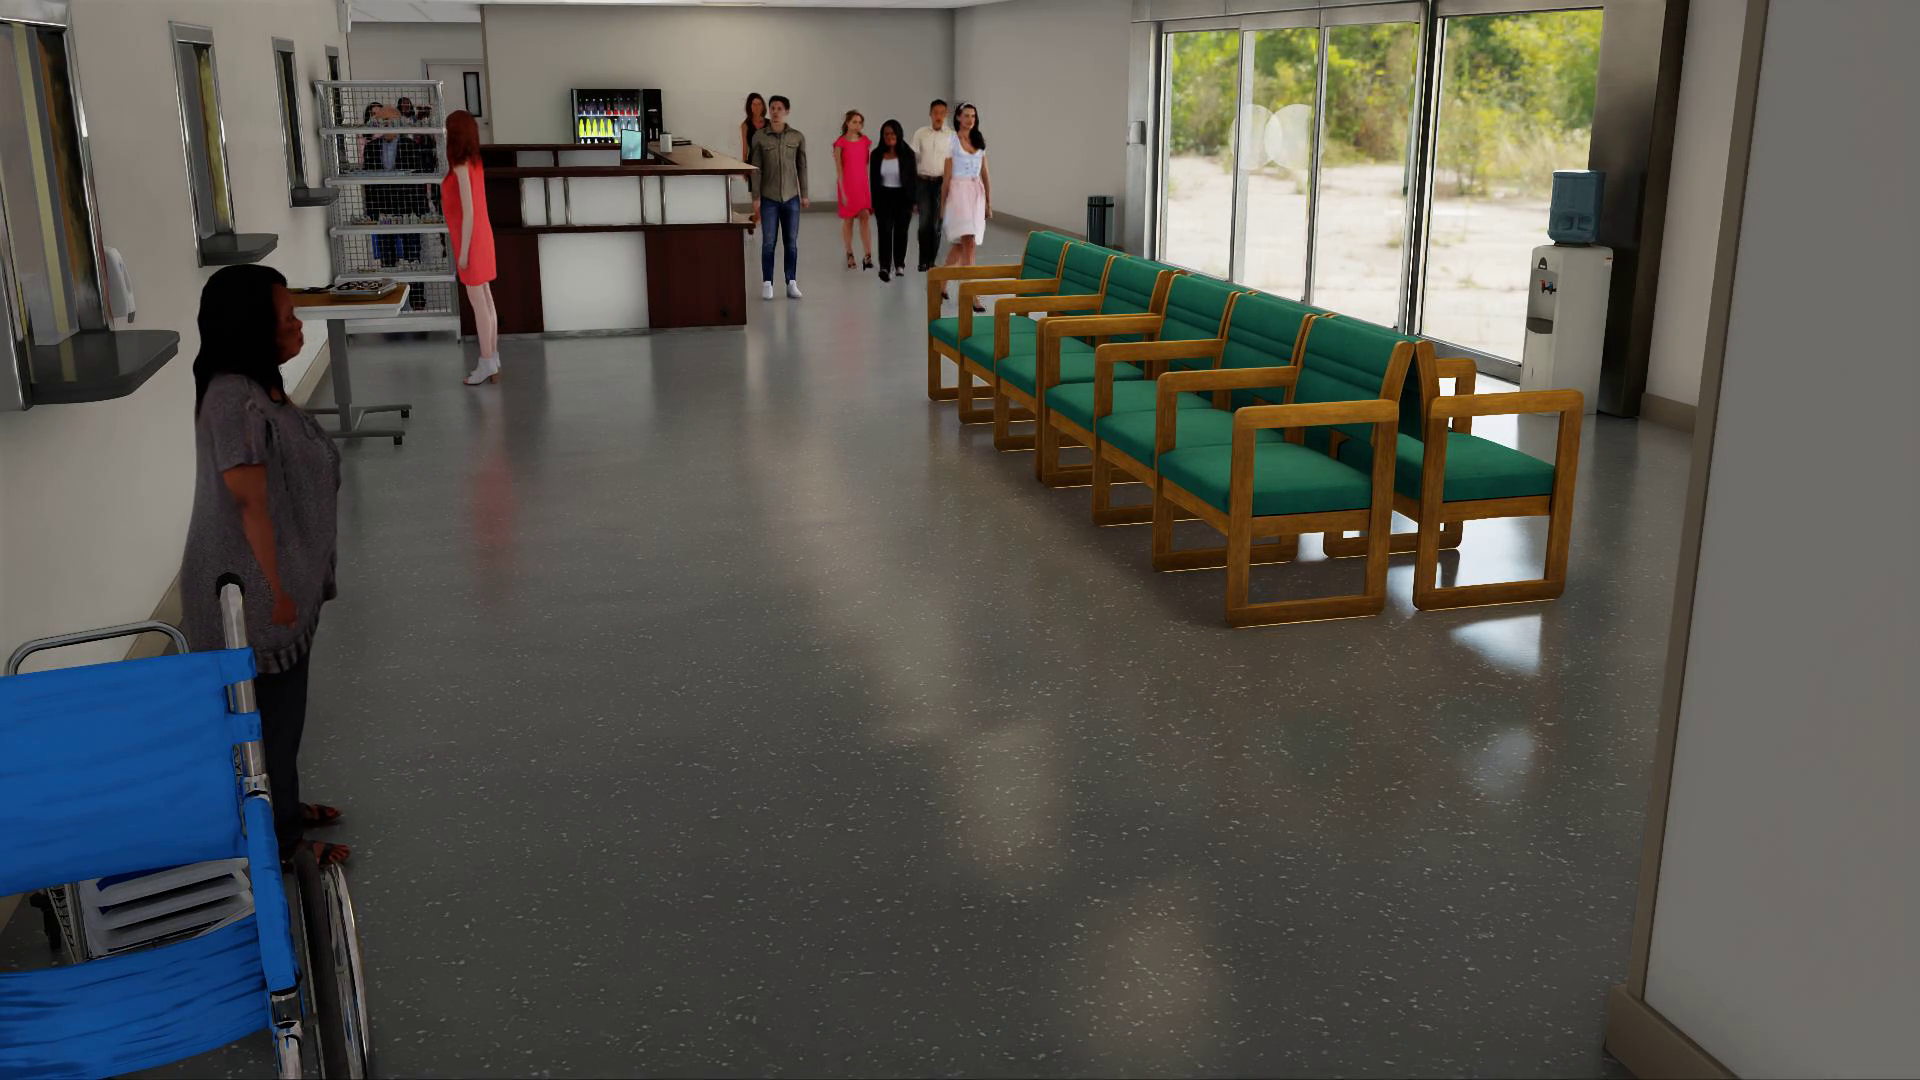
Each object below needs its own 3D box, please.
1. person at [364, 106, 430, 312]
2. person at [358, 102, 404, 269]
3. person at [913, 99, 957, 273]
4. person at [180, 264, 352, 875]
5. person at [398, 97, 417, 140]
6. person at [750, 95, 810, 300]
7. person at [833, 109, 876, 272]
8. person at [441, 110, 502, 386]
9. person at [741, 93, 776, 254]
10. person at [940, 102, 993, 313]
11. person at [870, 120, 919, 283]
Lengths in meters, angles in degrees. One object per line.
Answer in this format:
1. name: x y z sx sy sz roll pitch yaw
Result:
1. person: -4.854 -2.826 14.348 0.579 1.797 0.778 -2 16 -5
2. person: -6.096 -3.726 17.592 0.558 1.769 0.755 -8 18 -26
3. person: -0.275 -3.727 17.568 0.698 1.786 0.810 0 16 -1
4. person: -1.871 0.078 4.405 0.715 1.604 0.692 -8 17 -25
5. person: -8.151 -5.679 24.625 0.624 1.712 0.748 -15 21 -42
6. person: -1.685 -3.203 15.559 0.507 1.867 0.768 -5 16 -17
7. person: -1.140 -3.661 17.554 0.997 1.666 0.705 -6 17 -19
8. person: -3.303 -1.984 11.307 0.583 1.827 0.640 -1 16 -2
9. person: -2.342 -4.238 19.351 1.099 1.800 0.786 -7 17 -24
10. person: -0.006 -2.913 14.702 1.192 1.773 0.914 -9 18 -29
11. person: -0.651 -3.395 16.788 1.105 1.569 0.870 0 16 -1
